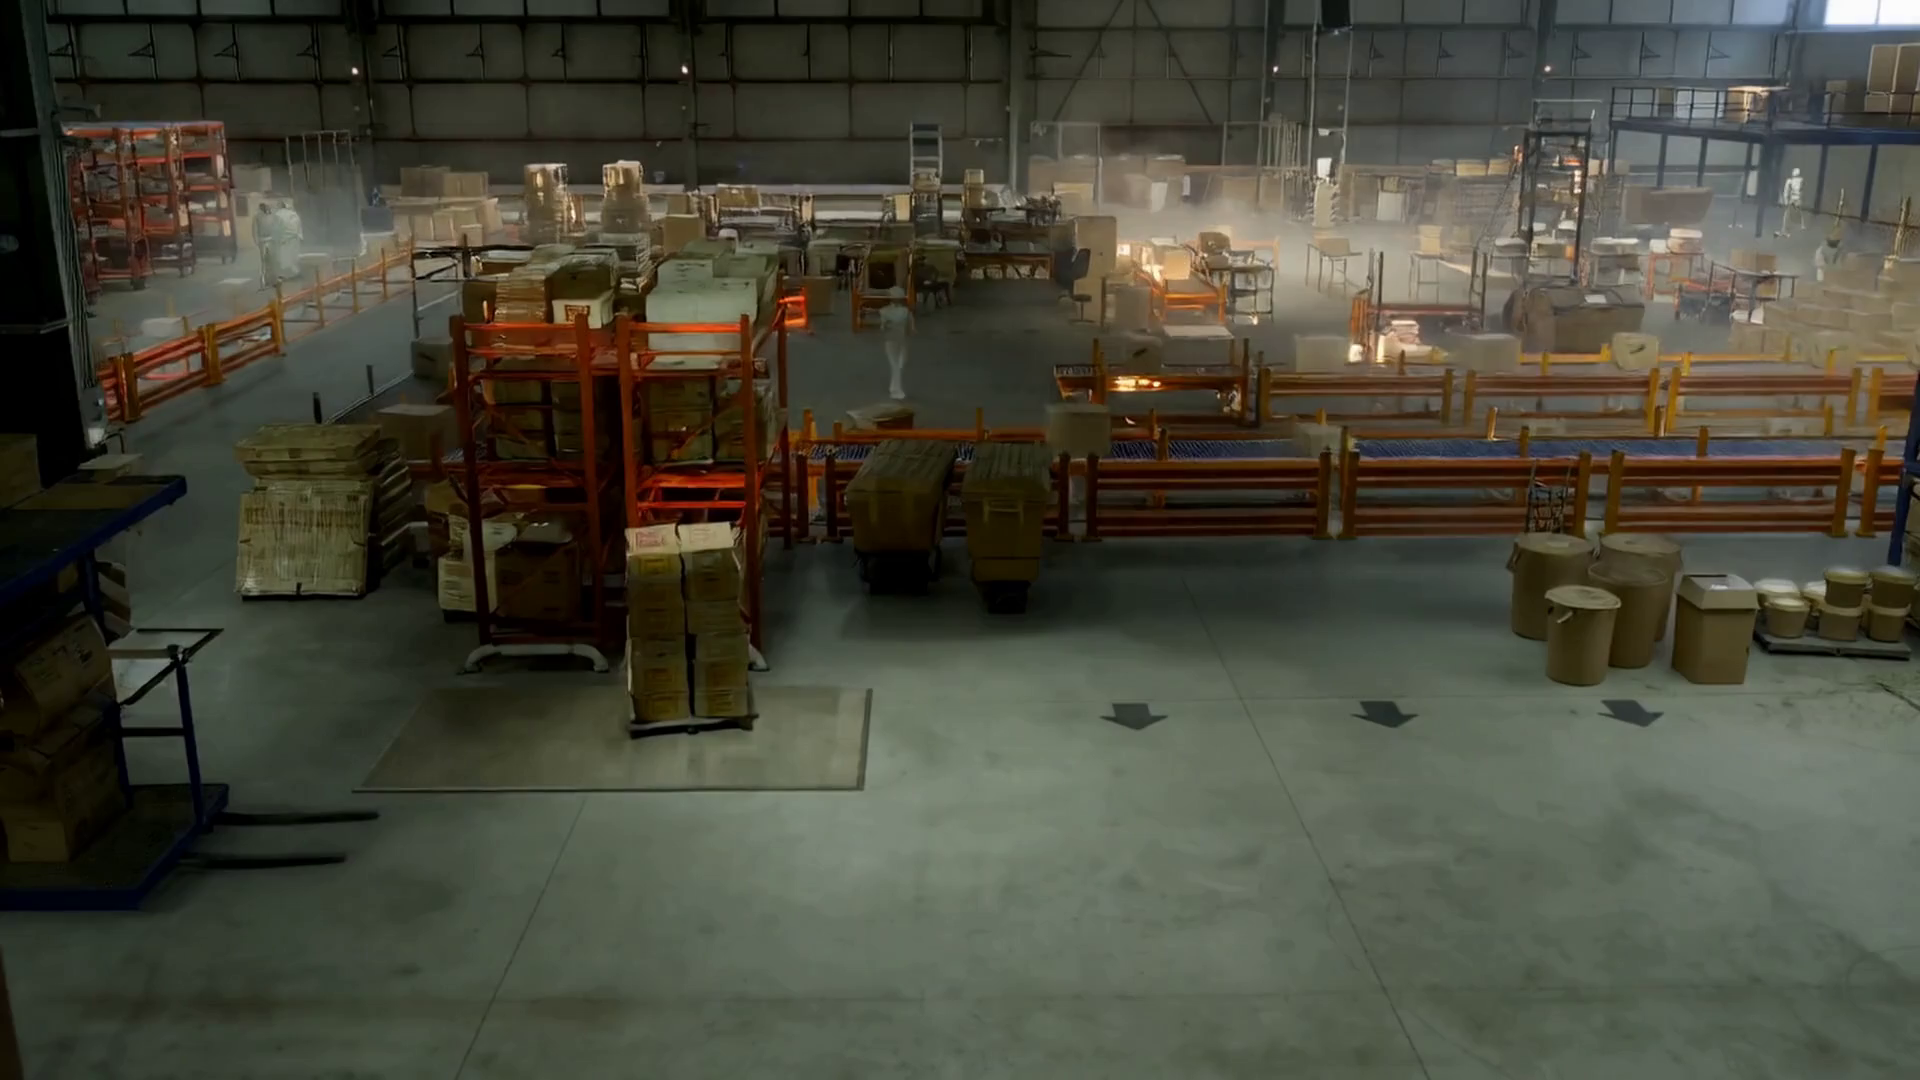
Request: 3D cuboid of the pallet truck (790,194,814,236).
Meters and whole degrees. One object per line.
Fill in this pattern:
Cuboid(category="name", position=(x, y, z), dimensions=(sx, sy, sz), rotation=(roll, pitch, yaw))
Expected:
Cuboid(category="pallet truck", position=(-4.814, -9.883, 50.259), dimensions=(0.704, 1.261, 1.522), rotation=(-1, 16, -3))

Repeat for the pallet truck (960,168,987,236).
Cuboid(category="pallet truck", position=(0.383, -10.230, 50.206), dimensions=(0.823, 1.965, 1.885), rotation=(-1, 16, -3))

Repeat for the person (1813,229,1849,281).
Cuboid(category="person", position=(16.505, -4.887, 31.622), dimensions=(0.638, 1.991, 1.010), rotation=(13, 20, 38))

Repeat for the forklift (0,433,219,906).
Cuboid(category="forklift", position=(-5.952, 0.780, 10.366), dimensions=(1.873, 2.768, 1.129), rotation=(0, 16, -1))

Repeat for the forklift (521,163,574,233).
Cuboid(category="forklift", position=(-12.233, -10.122, 49.298), dimensions=(1.157, 1.987, 2.680), rotation=(0, 16, -1))

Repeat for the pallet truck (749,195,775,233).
Cuboid(category="pallet truck", position=(-6.051, -9.967, 50.660), dimensions=(0.680, 1.201, 1.601), rotation=(0, 16, -1))

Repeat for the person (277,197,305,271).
Cuboid(category="person", position=(-16.641, -7.651, 41.576), dimensions=(0.629, 1.801, 0.778), rotation=(5, 17, 16))

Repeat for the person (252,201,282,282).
Cuboid(category="person", position=(-16.397, -7.070, 39.389), dimensions=(0.651, 1.906, 0.409), rotation=(-3, 16, -11))

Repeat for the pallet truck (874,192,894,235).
Cuboid(category="pallet truck", position=(-2.277, -9.986, 50.594), dimensions=(0.653, 1.274, 1.630), rotation=(0, 16, -1))

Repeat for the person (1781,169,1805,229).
Cuboid(category="person", position=(25.918, -10.566, 51.633), dimensions=(0.584, 1.858, 0.780), rotation=(-1, 16, -4))

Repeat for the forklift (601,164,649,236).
Cuboid(category="forklift", position=(-9.948, -10.127, 49.296), dimensions=(1.157, 1.987, 2.680), rotation=(-1, 16, -3))

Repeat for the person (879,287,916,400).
Cuboid(category="person", position=(-0.915, -3.022, 25.605), dimensions=(0.552, 1.729, 0.826), rotation=(-10, 19, -30))

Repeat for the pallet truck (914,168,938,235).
Cuboid(category="pallet truck", position=(-0.989, -10.316, 50.507), dimensions=(0.823, 1.965, 1.885), rotation=(1, 16, 3))
